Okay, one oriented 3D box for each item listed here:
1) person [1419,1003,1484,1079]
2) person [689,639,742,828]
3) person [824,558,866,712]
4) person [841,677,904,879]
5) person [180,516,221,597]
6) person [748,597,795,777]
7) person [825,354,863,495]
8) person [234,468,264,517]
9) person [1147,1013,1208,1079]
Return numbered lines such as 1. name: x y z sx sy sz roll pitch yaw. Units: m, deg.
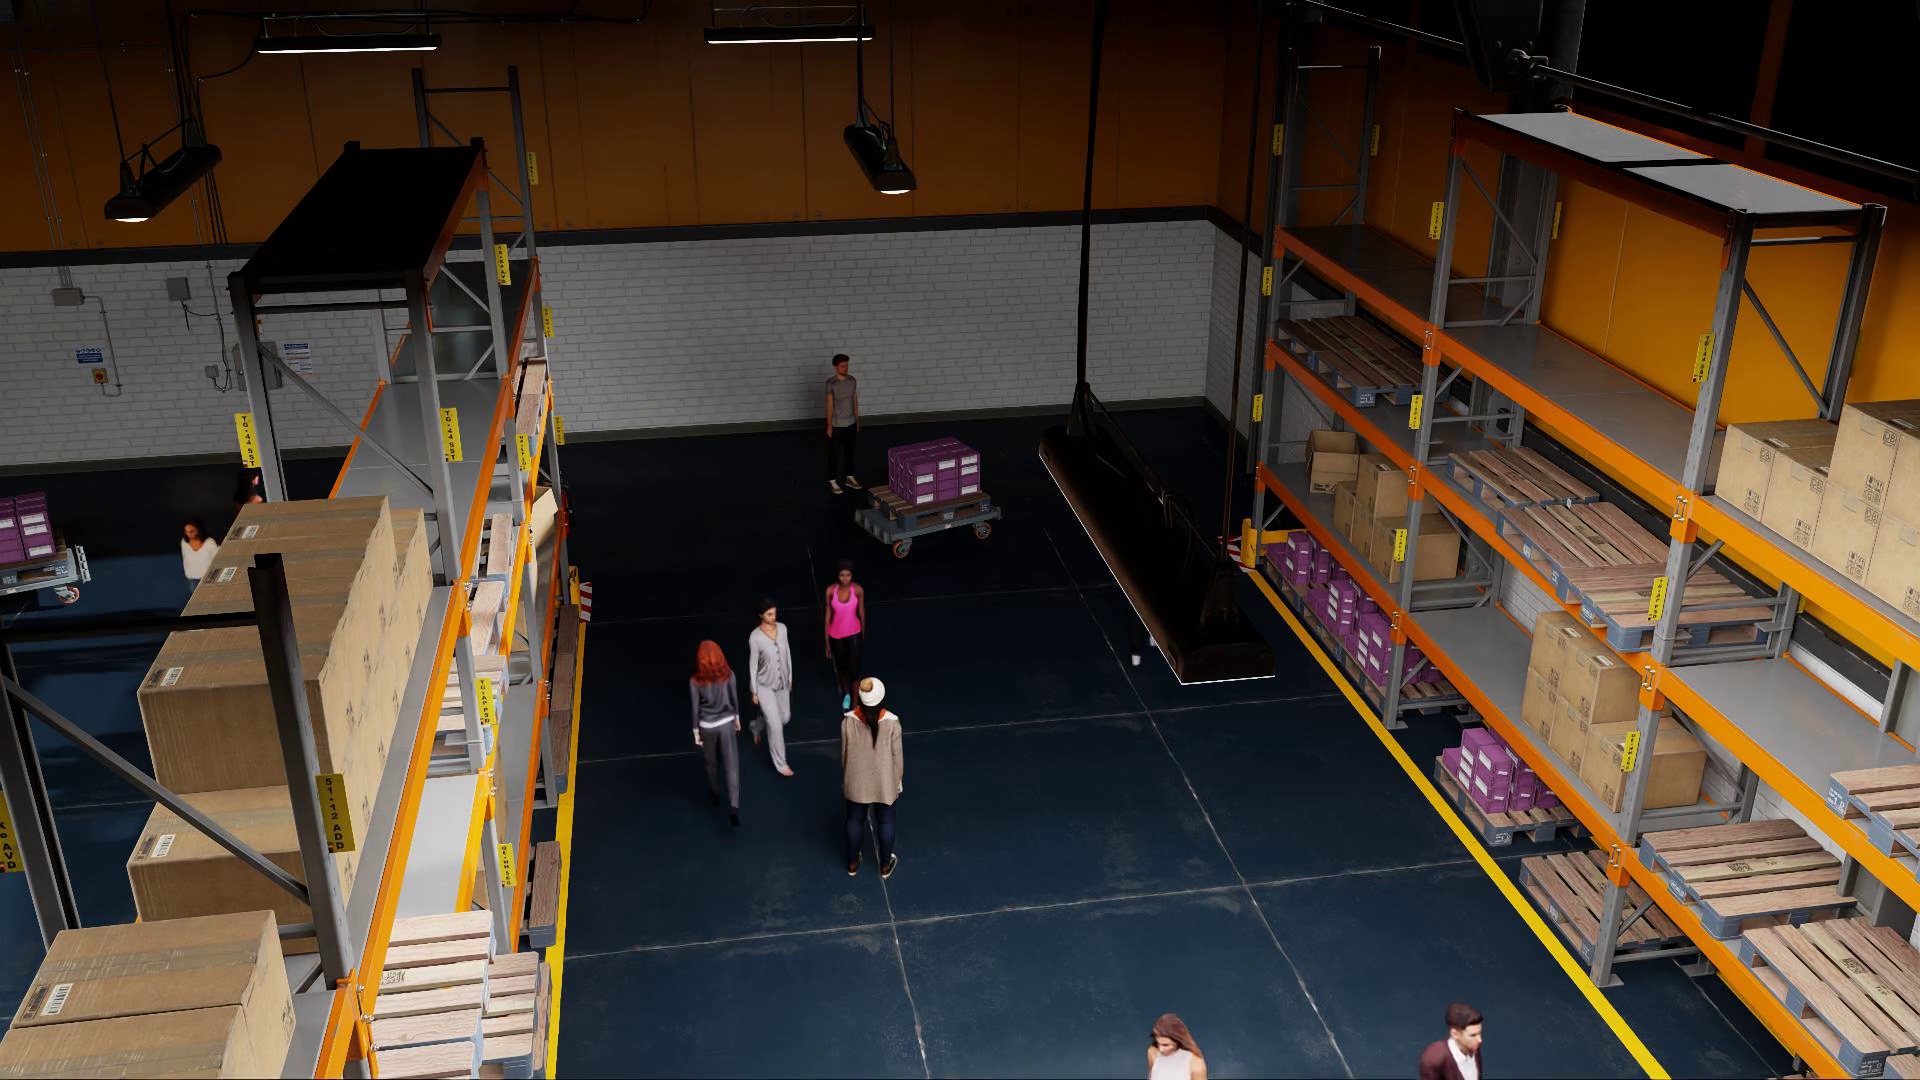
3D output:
1. person: 2.899 3.569 10.248 1.066 1.824 1.331 -16 28 -33
2. person: -2.113 1.709 14.587 0.629 1.757 1.057 -6 24 -14
3. person: -1.131 0.917 16.472 0.654 1.698 0.948 1 24 1
4. person: -0.752 1.959 13.849 0.765 1.891 0.760 3 24 6
5. person: -7.905 0.457 17.619 0.825 1.622 1.145 3 24 7
6. person: -1.807 1.323 15.476 0.904 1.751 1.050 -20 30 -37
7. person: -1.558 -1.548 21.868 0.713 1.893 0.694 -15 28 -31
8. person: -7.933 0.013 18.579 0.707 1.667 0.763 14 27 28
9. person: 1.386 3.591 10.304 0.920 1.739 0.980 14 27 29
